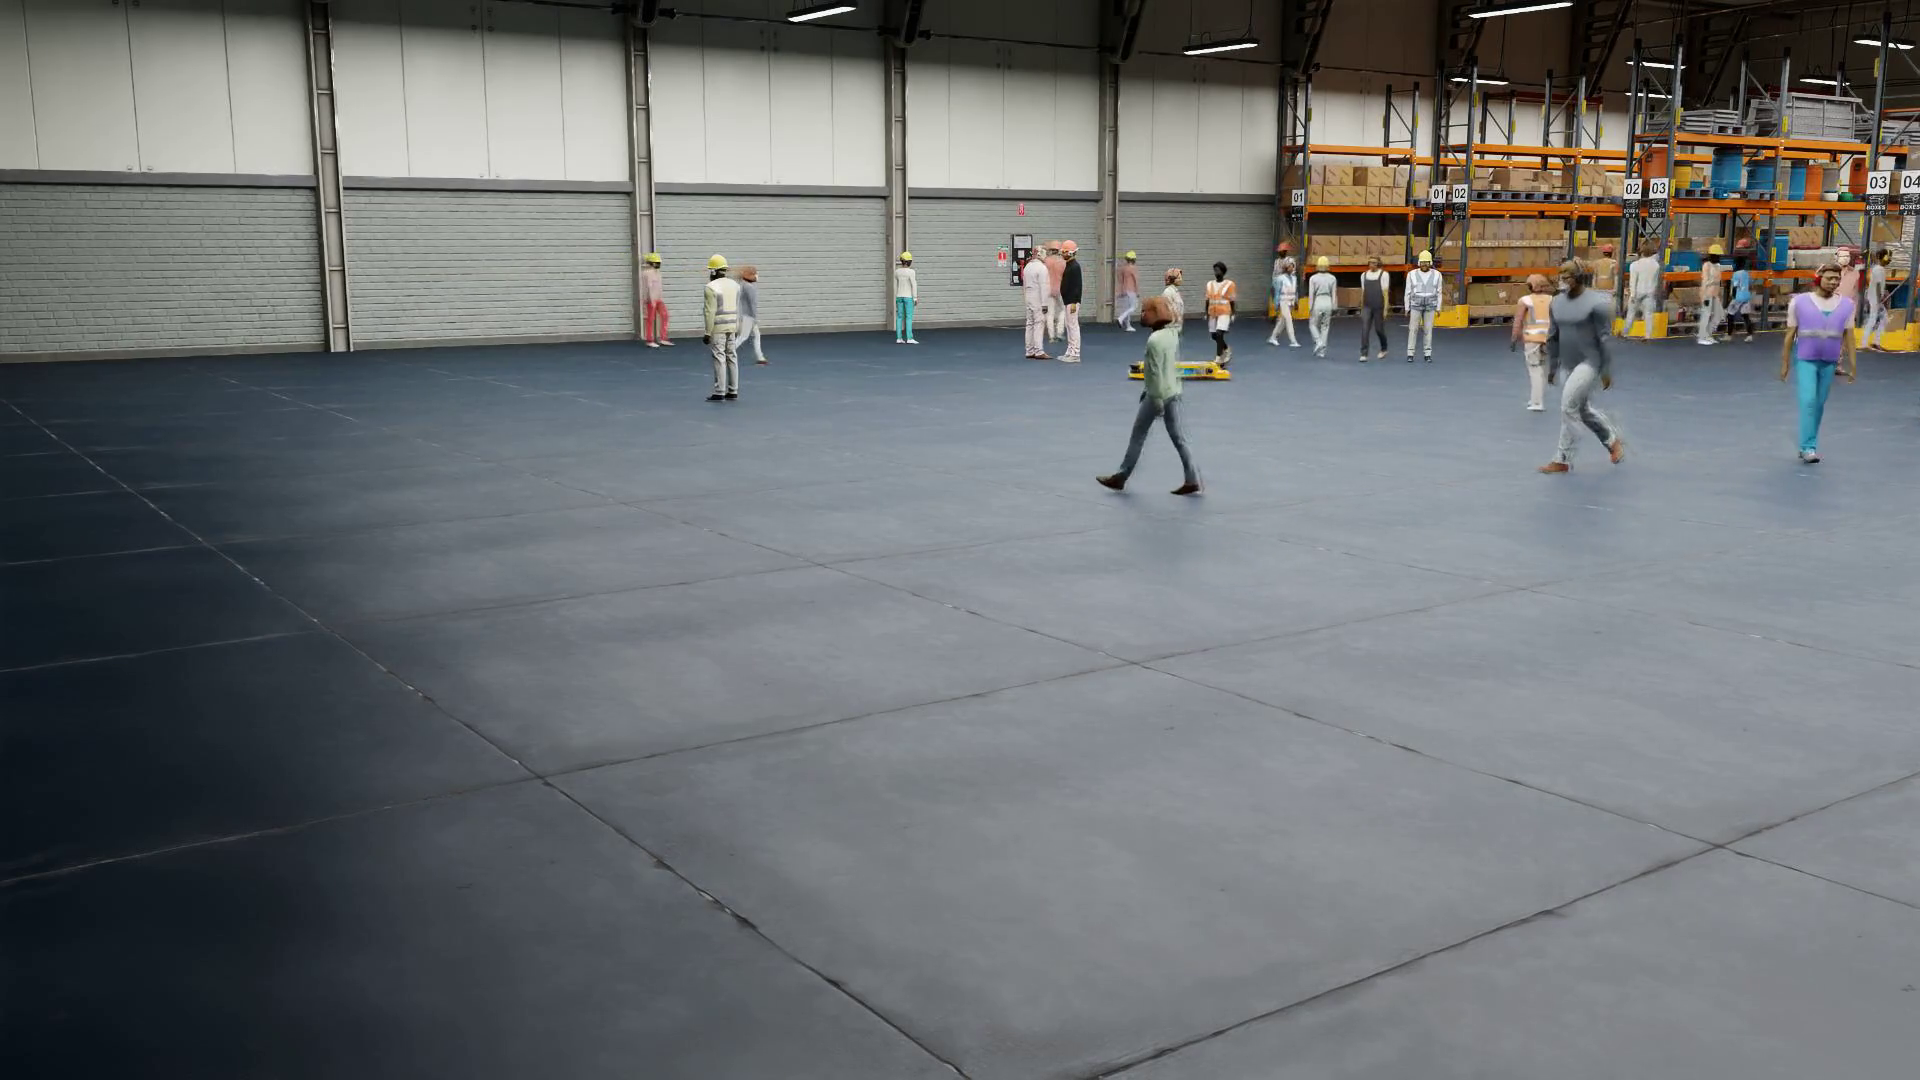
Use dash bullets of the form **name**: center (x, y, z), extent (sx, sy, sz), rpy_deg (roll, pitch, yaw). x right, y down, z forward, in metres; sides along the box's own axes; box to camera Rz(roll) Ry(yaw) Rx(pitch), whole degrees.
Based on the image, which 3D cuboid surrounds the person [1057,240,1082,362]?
- **person**: center (1.811, -3.937, 27.464), extent (0.396, 1.992, 0.623), rpy_deg (-2, 10, -8)

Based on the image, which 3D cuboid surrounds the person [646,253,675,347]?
- **person**: center (-5.603, -4.457, 30.977), extent (0.631, 1.742, 0.561), rpy_deg (3, 11, 17)

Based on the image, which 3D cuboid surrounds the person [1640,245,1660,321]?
- **person**: center (16.378, -6.022, 39.253), extent (0.554, 1.865, 0.574), rpy_deg (-9, 14, -40)

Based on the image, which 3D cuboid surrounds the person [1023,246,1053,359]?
- **person**: center (1.322, -3.998, 28.054), extent (0.399, 1.905, 0.642), rpy_deg (-5, 12, -26)

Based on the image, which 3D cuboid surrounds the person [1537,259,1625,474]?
- **person**: center (5.510, -1.521, 14.580), extent (0.928, 1.887, 0.643), rpy_deg (-4, 11, -22)

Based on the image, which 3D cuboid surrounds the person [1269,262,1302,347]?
- **person**: center (6.130, -4.436, 31.287), extent (0.525, 1.599, 0.839), rpy_deg (-9, 14, -40)

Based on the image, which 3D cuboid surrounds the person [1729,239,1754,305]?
- **person**: center (18.245, -6.026, 38.932), extent (1.031, 1.984, 0.630), rpy_deg (-9, 13, -39)

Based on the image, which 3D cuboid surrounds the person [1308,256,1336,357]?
- **person**: center (6.219, -4.005, 28.577), extent (0.489, 1.728, 0.414), rpy_deg (-1, 10, -5)

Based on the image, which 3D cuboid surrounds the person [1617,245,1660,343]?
- **person**: center (13.279, -4.796, 32.467), extent (0.641, 1.882, 1.021), rpy_deg (-1, 10, -5)

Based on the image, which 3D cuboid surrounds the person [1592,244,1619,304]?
- **person**: center (14.234, -5.589, 36.777), extent (0.553, 1.915, 0.793), rpy_deg (8, 13, 36)

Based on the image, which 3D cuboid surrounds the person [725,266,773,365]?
- **person**: center (-3.439, -3.586, 26.637), extent (0.806, 1.599, 0.510), rpy_deg (-3, 11, -18)

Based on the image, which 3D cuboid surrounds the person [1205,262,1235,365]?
- **person**: center (4.188, -3.611, 26.581), extent (0.540, 1.676, 0.736), rpy_deg (9, 14, 41)

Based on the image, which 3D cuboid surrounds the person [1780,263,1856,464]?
- **person**: center (7.834, -1.587, 15.088), extent (0.586, 1.811, 0.847), rpy_deg (1, 10, 4)

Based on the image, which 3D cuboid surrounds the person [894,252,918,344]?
- **person**: center (-1.035, -4.658, 32.050), extent (0.534, 1.767, 0.314), rpy_deg (8, 13, 36)

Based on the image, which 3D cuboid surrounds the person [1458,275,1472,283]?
- **person**: center (13.151, -6.773, 43.204), extent (0.402, 1.923, 0.572), rpy_deg (-5, 11, -25)

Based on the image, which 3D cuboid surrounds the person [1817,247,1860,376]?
- **person**: center (13.031, -3.386, 24.693), extent (0.644, 1.907, 0.399), rpy_deg (-1, 10, -4)

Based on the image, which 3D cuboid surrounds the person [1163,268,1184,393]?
- **person**: center (2.815, -2.781, 22.102), extent (0.307, 1.641, 0.513), rpy_deg (3, 11, 15)

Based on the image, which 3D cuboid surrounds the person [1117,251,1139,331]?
- **person**: center (3.639, -5.391, 36.107), extent (0.529, 1.749, 0.535), rpy_deg (-6, 12, -31)

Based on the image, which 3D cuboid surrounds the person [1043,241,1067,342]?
- **person**: center (1.898, -4.868, 32.610), extent (0.652, 1.975, 0.548), rpy_deg (5, 11, 26)

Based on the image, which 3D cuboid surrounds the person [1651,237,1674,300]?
- **person**: center (15.464, -5.632, 36.616), extent (0.607, 2.048, 0.367), rpy_deg (-4, 11, -23)

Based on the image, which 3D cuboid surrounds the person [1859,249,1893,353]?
- **person**: center (16.374, -4.243, 29.561), extent (0.617, 1.839, 0.602), rpy_deg (7, 12, 32)

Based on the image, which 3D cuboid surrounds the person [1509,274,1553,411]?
- **person**: center (6.832, -2.350, 19.823), extent (0.522, 1.606, 0.678), rpy_deg (-3, 11, -16)

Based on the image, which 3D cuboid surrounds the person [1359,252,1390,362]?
- **person**: center (6.900, -3.867, 27.614), extent (0.511, 1.814, 0.824), rpy_deg (7, 12, 34)

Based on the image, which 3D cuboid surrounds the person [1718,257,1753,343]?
- **person**: center (15.079, -4.638, 32.167), extent (0.577, 1.660, 0.689), rpy_deg (-5, 12, -27)

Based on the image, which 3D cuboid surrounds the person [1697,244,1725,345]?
- **person**: center (14.374, -4.675, 31.739), extent (0.622, 1.908, 0.499), rpy_deg (-9, 14, -40)

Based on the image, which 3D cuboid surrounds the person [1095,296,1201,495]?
- **person**: center (1.546, -1.145, 13.287), extent (0.872, 1.585, 0.495), rpy_deg (5, 12, 27)

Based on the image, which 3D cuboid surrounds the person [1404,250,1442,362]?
- **person**: center (7.614, -3.834, 27.345), extent (0.599, 1.830, 0.403), rpy_deg (2, 10, 9)

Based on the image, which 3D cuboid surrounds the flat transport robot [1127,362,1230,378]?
- **flat transport robot**: center (3.173, -2.480, 24.208), extent (1.431, 0.197, 0.652), rpy_deg (0, 10, 2)

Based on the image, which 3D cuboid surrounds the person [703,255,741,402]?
- **person**: center (-2.996, -2.636, 20.777), extent (0.403, 1.835, 0.586), rpy_deg (7, 12, 33)

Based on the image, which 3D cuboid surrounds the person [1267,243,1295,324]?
- **person**: center (7.492, -5.994, 38.999), extent (0.960, 1.894, 0.573), rpy_deg (-7, 12, -34)
